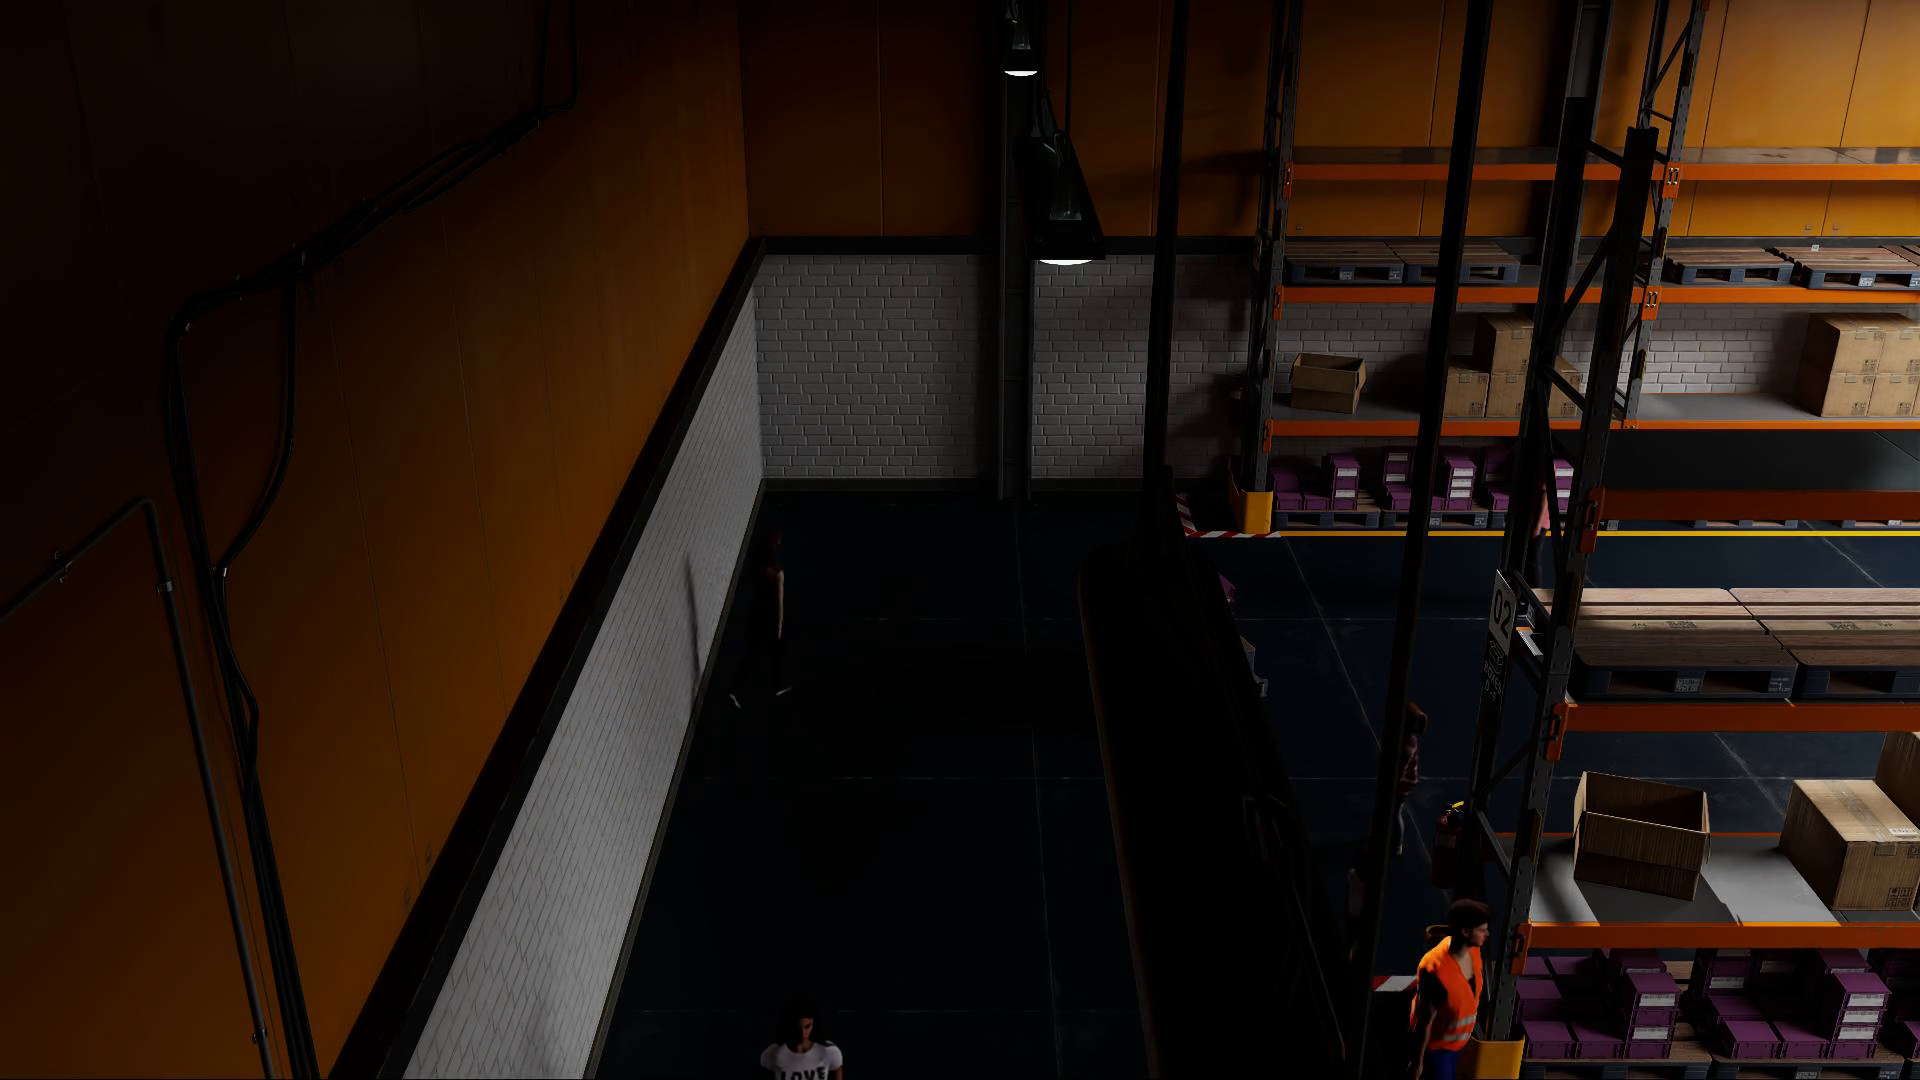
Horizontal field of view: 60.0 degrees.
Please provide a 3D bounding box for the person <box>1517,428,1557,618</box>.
[{"bbox_3d":[5.712,-0.201,16.493,0.564,1.956,0.638,-1,24,-3],"label":"person"}]

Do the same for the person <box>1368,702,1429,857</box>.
[{"bbox_3d":[3.385,1.815,12.697,0.584,1.301,0.583,4,24,9],"label":"person"}]

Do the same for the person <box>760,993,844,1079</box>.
[{"bbox_3d":[-0.855,3.167,9.047,0.959,1.749,0.791,-4,24,-9],"label":"person"}]

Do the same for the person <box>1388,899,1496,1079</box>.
[{"bbox_3d":[2.696,2.846,9.647,1.083,1.855,1.149,-19,30,-37],"label":"person"}]

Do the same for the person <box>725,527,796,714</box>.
[{"bbox_3d":[-1.779,0.733,14.663,1.115,1.710,1.031,14,27,29],"label":"person"}]

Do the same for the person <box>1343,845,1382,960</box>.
[{"bbox_3d":[2.794,2.536,11.421,0.708,1.004,0.712,16,28,32],"label":"person"}]
